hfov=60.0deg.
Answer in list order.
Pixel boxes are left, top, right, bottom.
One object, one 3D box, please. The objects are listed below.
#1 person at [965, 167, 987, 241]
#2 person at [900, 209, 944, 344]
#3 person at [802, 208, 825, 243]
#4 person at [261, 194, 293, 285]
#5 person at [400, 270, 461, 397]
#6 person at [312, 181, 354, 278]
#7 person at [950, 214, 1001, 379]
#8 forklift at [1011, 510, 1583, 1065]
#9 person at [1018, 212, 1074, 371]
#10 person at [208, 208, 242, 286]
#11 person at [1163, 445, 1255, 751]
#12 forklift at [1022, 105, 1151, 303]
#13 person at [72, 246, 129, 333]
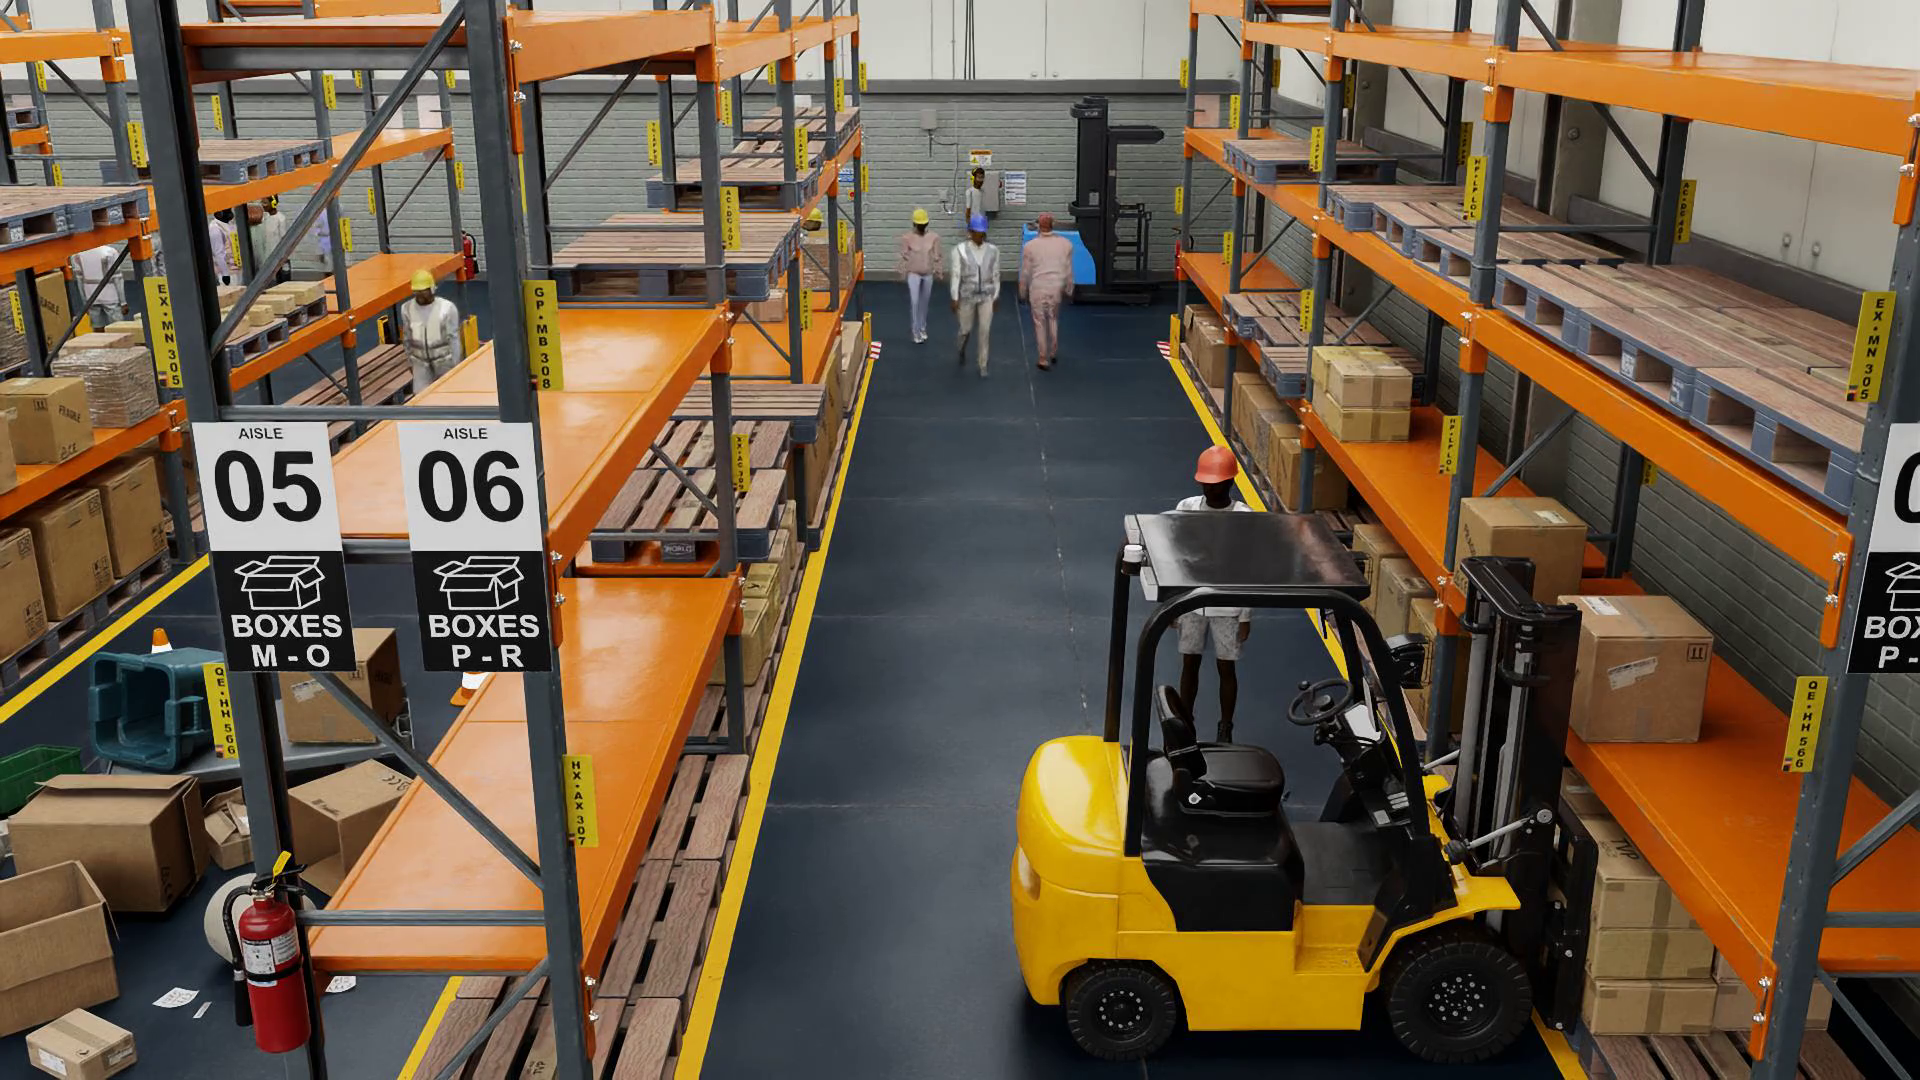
[{"bbox_3d":[0.255,-4.764,25.492,0.330,1.864,0.512,10,21,27],"label":"person"},{"bbox_3d":[-0.481,-3.419,21.629,0.532,1.726,0.872,-5,19,-16],"label":"person"},{"bbox_3d":[-1.914,-3.475,21.803,0.325,1.731,0.491,-1,18,-2],"label":"person"},{"bbox_3d":[-9.248,-3.810,22.619,0.325,1.861,0.506,-17,25,-42],"label":"person"},{"bbox_3d":[-5.268,-1.769,16.543,0.596,1.796,0.866,-1,18,-4],"label":"person"},{"bbox_3d":[-8.835,-4.116,23.449,0.526,1.919,0.548,16,24,41],"label":"person"},{"bbox_3d":[0.181,-2.913,19.782,0.620,1.934,0.633,-5,19,-14],"label":"person"},{"bbox_3d":[1.387,1.055,7.378,2.313,2.155,1.214,0,18,0],"label":"forklift"},{"bbox_3d":[1.014,-3.024,20.186,0.685,1.883,0.620,-5,19,-15],"label":"person"},{"bbox_3d":[-9.546,-3.525,21.779,0.429,1.844,0.626,-3,18,-8],"label":"person"},{"bbox_3d":[1.481,0.379,9.824,0.545,1.939,0.354,9,20,24],"label":"person"},{"bbox_3d":[1.857,-4.944,24.441,1.873,2.768,1.129,0,18,0],"label":"forklift"},{"bbox_3d":[-10.072,-2.841,19.578,0.543,1.929,0.387,1,18,4],"label":"person"}]
